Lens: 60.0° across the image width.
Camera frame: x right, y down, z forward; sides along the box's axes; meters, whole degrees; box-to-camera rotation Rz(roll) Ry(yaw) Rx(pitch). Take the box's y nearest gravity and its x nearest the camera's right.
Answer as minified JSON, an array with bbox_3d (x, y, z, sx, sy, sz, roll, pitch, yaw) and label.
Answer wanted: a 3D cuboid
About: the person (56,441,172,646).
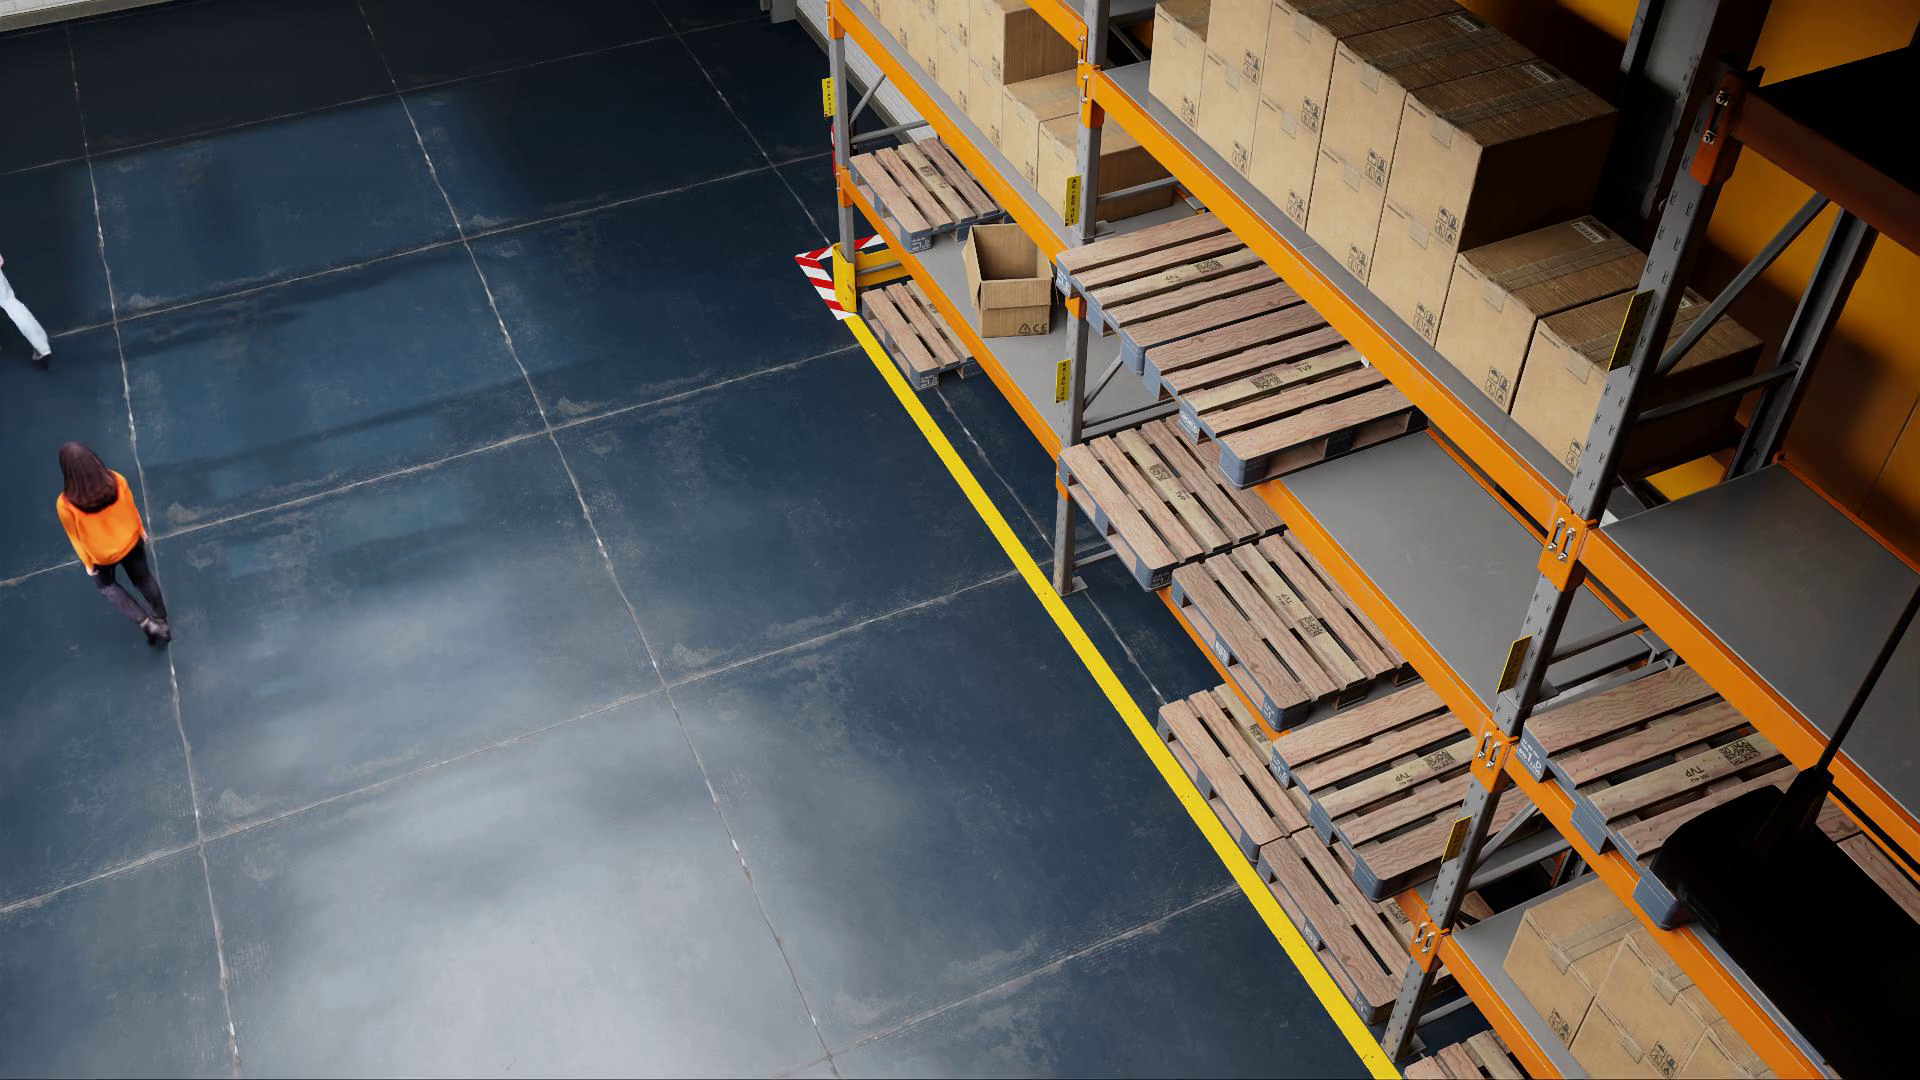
[{"bbox_3d":[-5.511,0.089,10.941,0.798,1.737,0.756,27,50,25],"label":"person"}]
